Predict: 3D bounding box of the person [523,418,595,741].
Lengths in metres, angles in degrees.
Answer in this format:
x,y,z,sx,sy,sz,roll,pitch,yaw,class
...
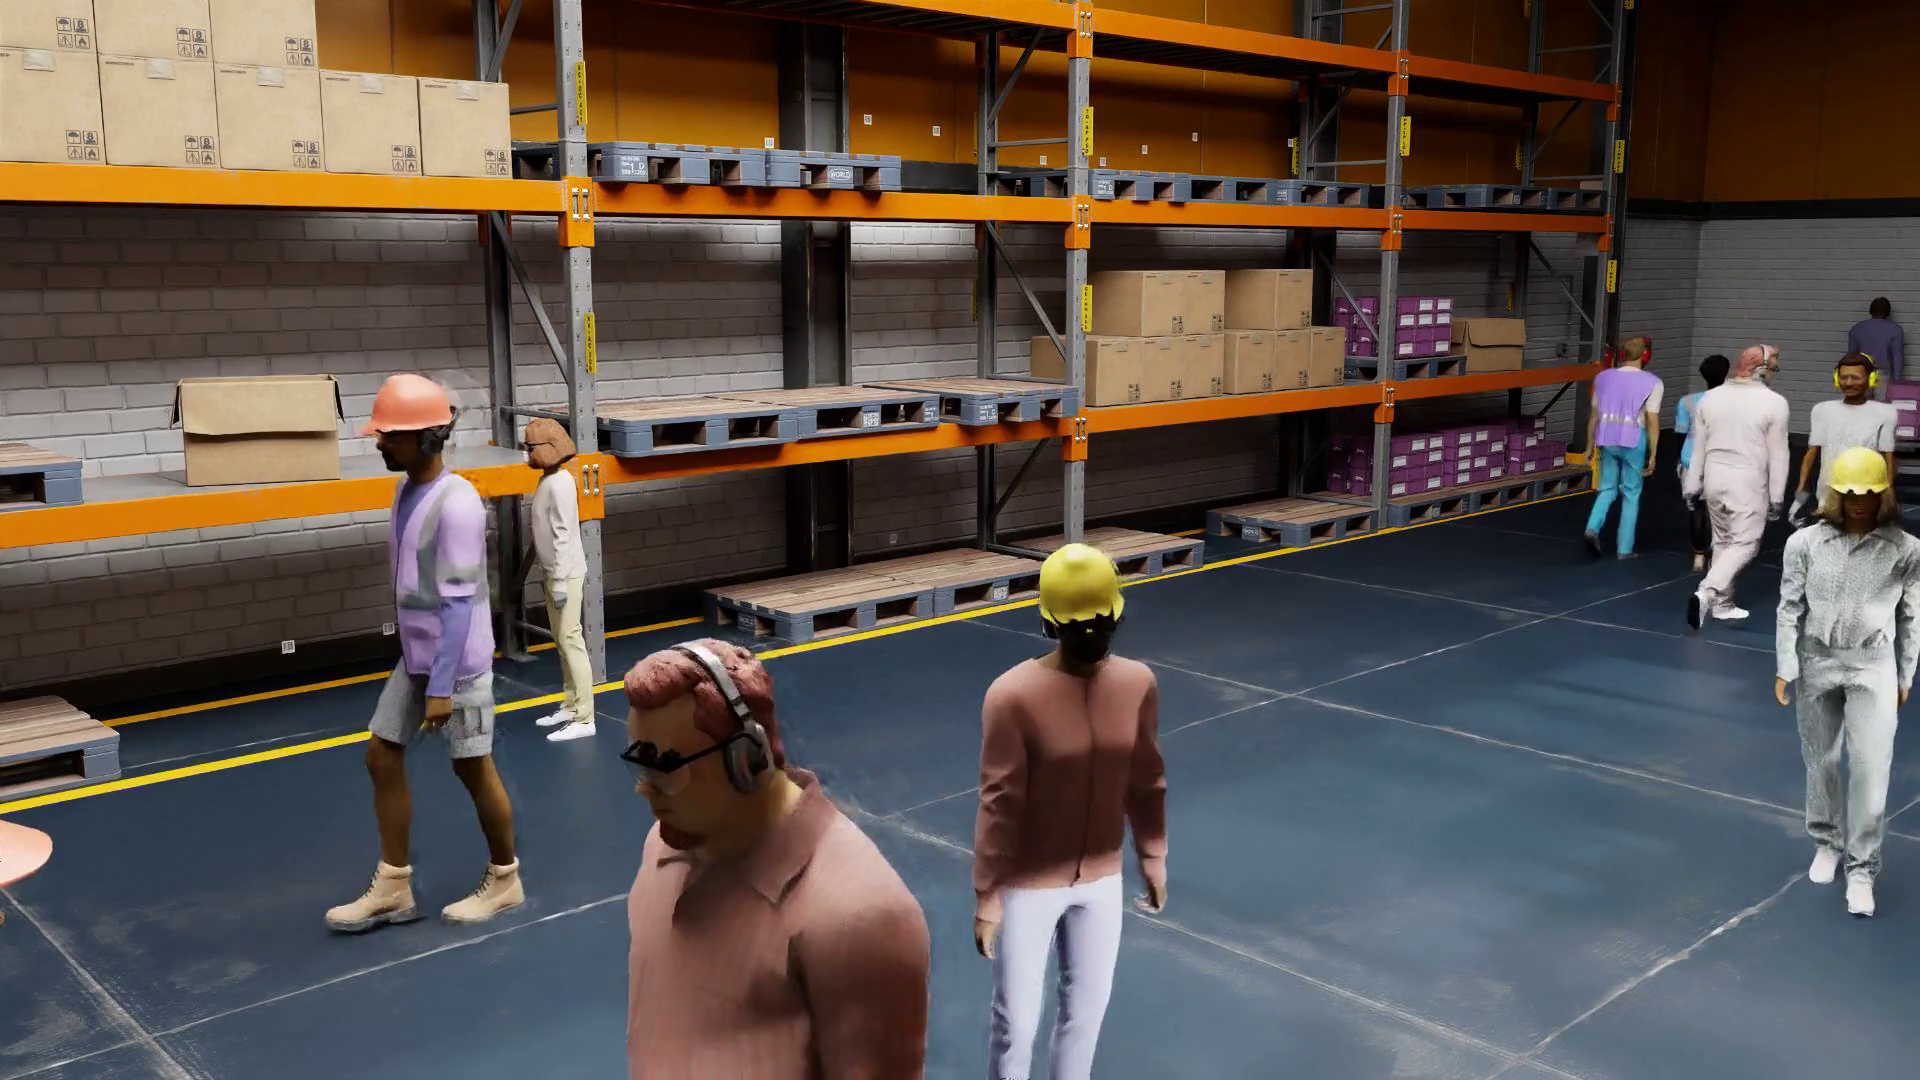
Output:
x,y,z,sx,sy,sz,roll,pitch,yaw,class
-2.041,0.193,8.431,0.285,1.625,0.494,-4,11,-23,person

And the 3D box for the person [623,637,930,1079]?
x,y,z,sx,sy,sz,roll,pitch,yaw,class
-0.215,1.056,2.643,0.773,1.870,0.692,-8,12,-39,person

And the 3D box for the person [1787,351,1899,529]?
x,y,z,sx,sy,sz,roll,pitch,yaw,class
5.414,-0.232,10.234,0.428,1.854,0.513,-8,13,-40,person

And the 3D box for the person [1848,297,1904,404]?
x,y,z,sx,sy,sz,roll,pitch,yaw,class
11.126,-1.981,20.237,0.372,1.940,0.632,-9,13,-41,person

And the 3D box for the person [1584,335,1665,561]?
x,y,z,sx,sy,sz,roll,pitch,yaw,class
5.217,-0.714,13.187,0.595,1.817,0.607,-9,13,-44,person

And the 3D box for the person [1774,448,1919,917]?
x,y,z,sx,sy,sz,roll,pitch,yaw,class
3.315,0.519,6.249,0.487,1.715,0.749,6,11,31,person

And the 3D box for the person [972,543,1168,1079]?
x,y,z,sx,sy,sz,roll,pitch,yaw,class
0.270,0.856,4.193,0.590,1.748,0.424,-5,11,-29,person

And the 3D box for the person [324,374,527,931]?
x,y,z,sx,sy,sz,roll,pitch,yaw,class
-1.946,0.431,5.878,0.835,2.012,0.636,-8,12,-38,person

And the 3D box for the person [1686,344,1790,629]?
x,y,z,sx,sy,sz,roll,pitch,yaw,class
5.011,-0.337,10.805,0.795,1.876,0.659,-5,11,-28,person

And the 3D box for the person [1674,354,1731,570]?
x,y,z,sx,sy,sz,roll,pitch,yaw,class
5.759,-0.582,12.791,0.532,1.681,0.409,5,11,29,person

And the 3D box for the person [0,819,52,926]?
x,y,z,sx,sy,sz,roll,pitch,yaw,class
-1.004,1.148,1.597,0.358,2.047,0.615,-2,10,-10,person
